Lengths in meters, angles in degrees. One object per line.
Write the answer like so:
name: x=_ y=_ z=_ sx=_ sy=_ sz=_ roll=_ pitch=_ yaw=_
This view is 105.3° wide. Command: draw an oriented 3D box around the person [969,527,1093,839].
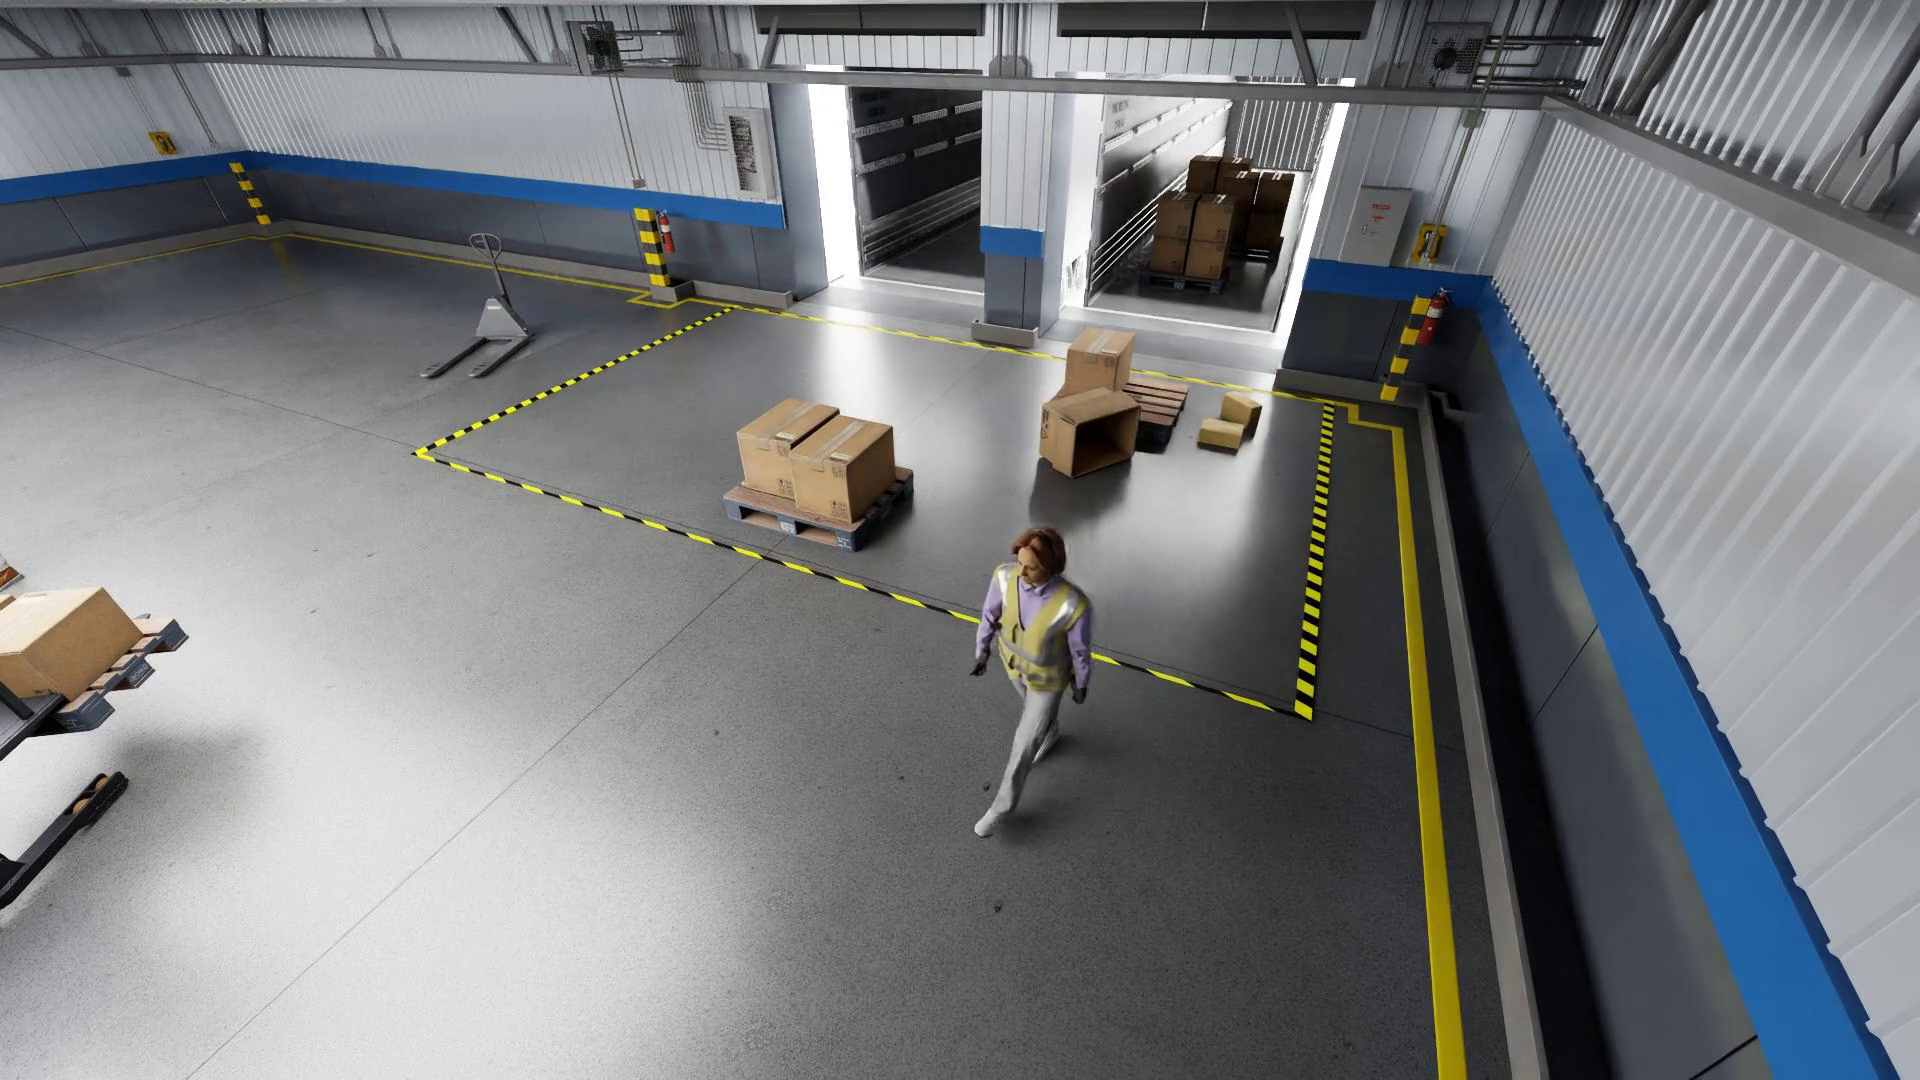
person: x=0.276 y=0.644 z=3.393 sx=0.545 sy=1.596 sz=0.823 roll=28 pitch=44 yaw=33

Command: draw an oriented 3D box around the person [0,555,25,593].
person: x=-6.921 y=-0.456 z=4.650 sx=0.613 sy=1.946 sz=0.388 roll=7 pitch=36 yaw=9

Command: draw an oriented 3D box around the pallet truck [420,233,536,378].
pallet truck: x=-5.664 y=-2.712 z=8.427 sx=0.680 sy=1.201 sz=1.601 roll=0 pitch=35 yaw=-1

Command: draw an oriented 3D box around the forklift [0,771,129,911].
forklift: x=-4.601 y=0.992 z=2.538 sx=0.716 sy=2.013 sz=0.776 roll=-5 pitch=36 yaw=-7
